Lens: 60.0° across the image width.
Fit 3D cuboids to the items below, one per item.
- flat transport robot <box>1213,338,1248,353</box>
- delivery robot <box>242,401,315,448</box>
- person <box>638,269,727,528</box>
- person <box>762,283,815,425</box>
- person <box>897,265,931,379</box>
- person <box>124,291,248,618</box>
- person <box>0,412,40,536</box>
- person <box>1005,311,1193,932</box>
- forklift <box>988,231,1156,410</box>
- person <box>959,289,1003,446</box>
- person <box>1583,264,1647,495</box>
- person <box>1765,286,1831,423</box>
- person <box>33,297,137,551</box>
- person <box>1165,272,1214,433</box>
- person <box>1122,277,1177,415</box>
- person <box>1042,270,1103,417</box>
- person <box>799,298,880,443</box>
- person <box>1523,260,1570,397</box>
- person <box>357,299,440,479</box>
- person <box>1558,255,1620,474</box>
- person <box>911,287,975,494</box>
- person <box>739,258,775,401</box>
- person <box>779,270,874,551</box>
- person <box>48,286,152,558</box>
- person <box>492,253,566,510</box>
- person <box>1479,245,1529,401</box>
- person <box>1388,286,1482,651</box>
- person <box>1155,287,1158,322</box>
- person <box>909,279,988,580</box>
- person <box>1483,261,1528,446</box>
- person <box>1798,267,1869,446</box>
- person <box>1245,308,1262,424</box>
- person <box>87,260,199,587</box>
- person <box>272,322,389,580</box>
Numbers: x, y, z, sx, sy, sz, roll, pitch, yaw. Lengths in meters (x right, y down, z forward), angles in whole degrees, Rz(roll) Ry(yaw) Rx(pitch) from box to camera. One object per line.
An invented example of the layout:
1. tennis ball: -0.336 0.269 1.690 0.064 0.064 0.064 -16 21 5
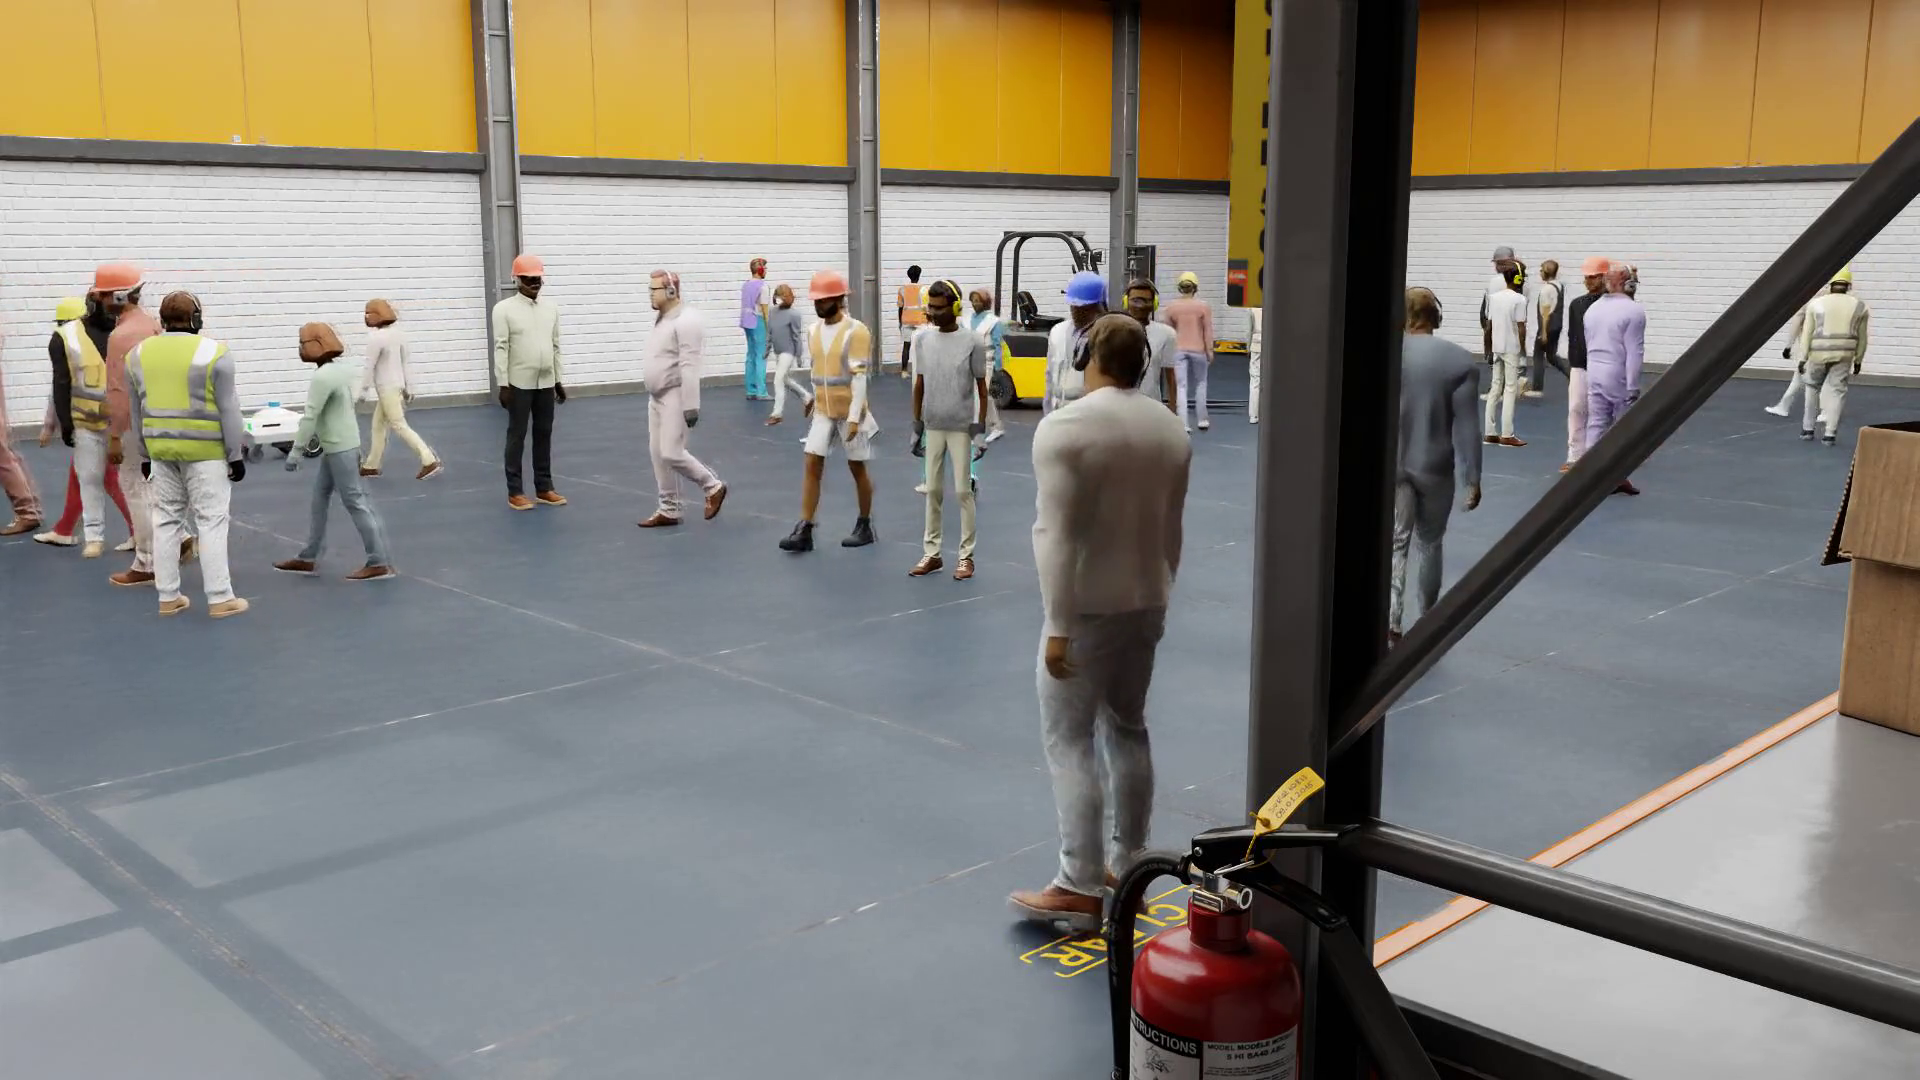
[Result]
1. flat transport robot: 5.223 -3.558 30.376 0.652 0.197 1.431 7 13 35
2. delivery robot: -6.534 -1.088 15.877 0.477 0.478 0.707 9 14 41
3. person: -2.069 -1.025 12.143 0.549 1.887 0.662 -7 13 -34
4. person: -1.934 -2.124 18.920 0.751 1.601 0.526 -9 14 -41
5. person: -0.675 -3.217 24.643 0.534 1.694 0.318 4 11 20
6. person: -4.334 -0.478 9.365 0.636 1.831 0.432 1 10 8
7. person: -6.948 -0.898 11.576 0.636 1.852 1.014 5 11 23
8. person: 0.466 0.240 5.240 0.709 1.895 0.479 -9 13 -39
9. forklift: 1.222 -2.721 20.561 2.313 2.155 1.214 2 11 13
10. person: 0.207 -1.762 16.959 0.521 1.598 0.847 9 14 42
11. person: 5.409 -1.296 13.611 0.537 1.888 0.679 -4 11 -21
12. person: 9.783 -2.307 19.175 0.604 1.871 0.980 -5 12 -27
13. person: -5.908 -0.774 11.238 0.900 1.720 0.535 0 10 1
14. person: 2.506 -2.033 18.077 0.548 1.719 0.794 3 11 16
15. person: 1.191 -0.837 11.215 0.564 1.852 0.527 1 10 8
16. person: 0.753 -0.698 10.277 0.504 1.921 0.634 -10 14 -44
17. person: -1.217 -1.796 17.120 0.827 1.604 0.515 -6 12 -29
18. person: 7.787 -2.750 21.763 0.504 1.824 0.735 -9 13 -39
19. person: -4.969 -1.316 14.559 0.866 1.592 0.513 1 10 7
20. person: 5.745 -1.574 14.929 0.777 1.963 0.613 -9 14 -40
21. person: -0.116 -1.181 13.452 0.544 1.729 0.845 -5 12 -26
22. person: -2.633 -2.707 21.471 0.388 1.839 0.564 -7 13 -35
23. person: -0.878 -0.851 11.181 0.550 1.897 0.879 7 12 33
24. person: -5.658 -0.785 11.044 0.625 1.824 0.437 -7 13 -34
25. person: -3.353 -1.239 13.025 0.396 1.992 0.622 8 13 38
26. person: 6.965 -2.749 21.136 0.691 2.000 0.773 -7 13 -35
27. person: 2.333 -0.352 8.538 0.662 1.879 1.009 4 11 20
28. person: 3.209 -4.013 28.421 0.621 1.889 0.559 -4 11 -19
29. person: -0.073 -0.680 10.337 0.518 1.863 0.329 5 11 25
30. person: 5.562 -1.886 16.900 0.313 1.869 0.528 -5 11 -25
31. person: 8.941 -1.891 17.082 0.627 1.803 0.745 3 11 17
32. person: 3.450 -2.106 18.731 0.515 1.636 0.314 8 13 38
33. person: -4.983 -0.691 10.058 0.419 1.981 0.646 -1 10 -7
34. person: -3.943 -0.530 10.247 0.801 1.597 0.516 -2 11 -12
